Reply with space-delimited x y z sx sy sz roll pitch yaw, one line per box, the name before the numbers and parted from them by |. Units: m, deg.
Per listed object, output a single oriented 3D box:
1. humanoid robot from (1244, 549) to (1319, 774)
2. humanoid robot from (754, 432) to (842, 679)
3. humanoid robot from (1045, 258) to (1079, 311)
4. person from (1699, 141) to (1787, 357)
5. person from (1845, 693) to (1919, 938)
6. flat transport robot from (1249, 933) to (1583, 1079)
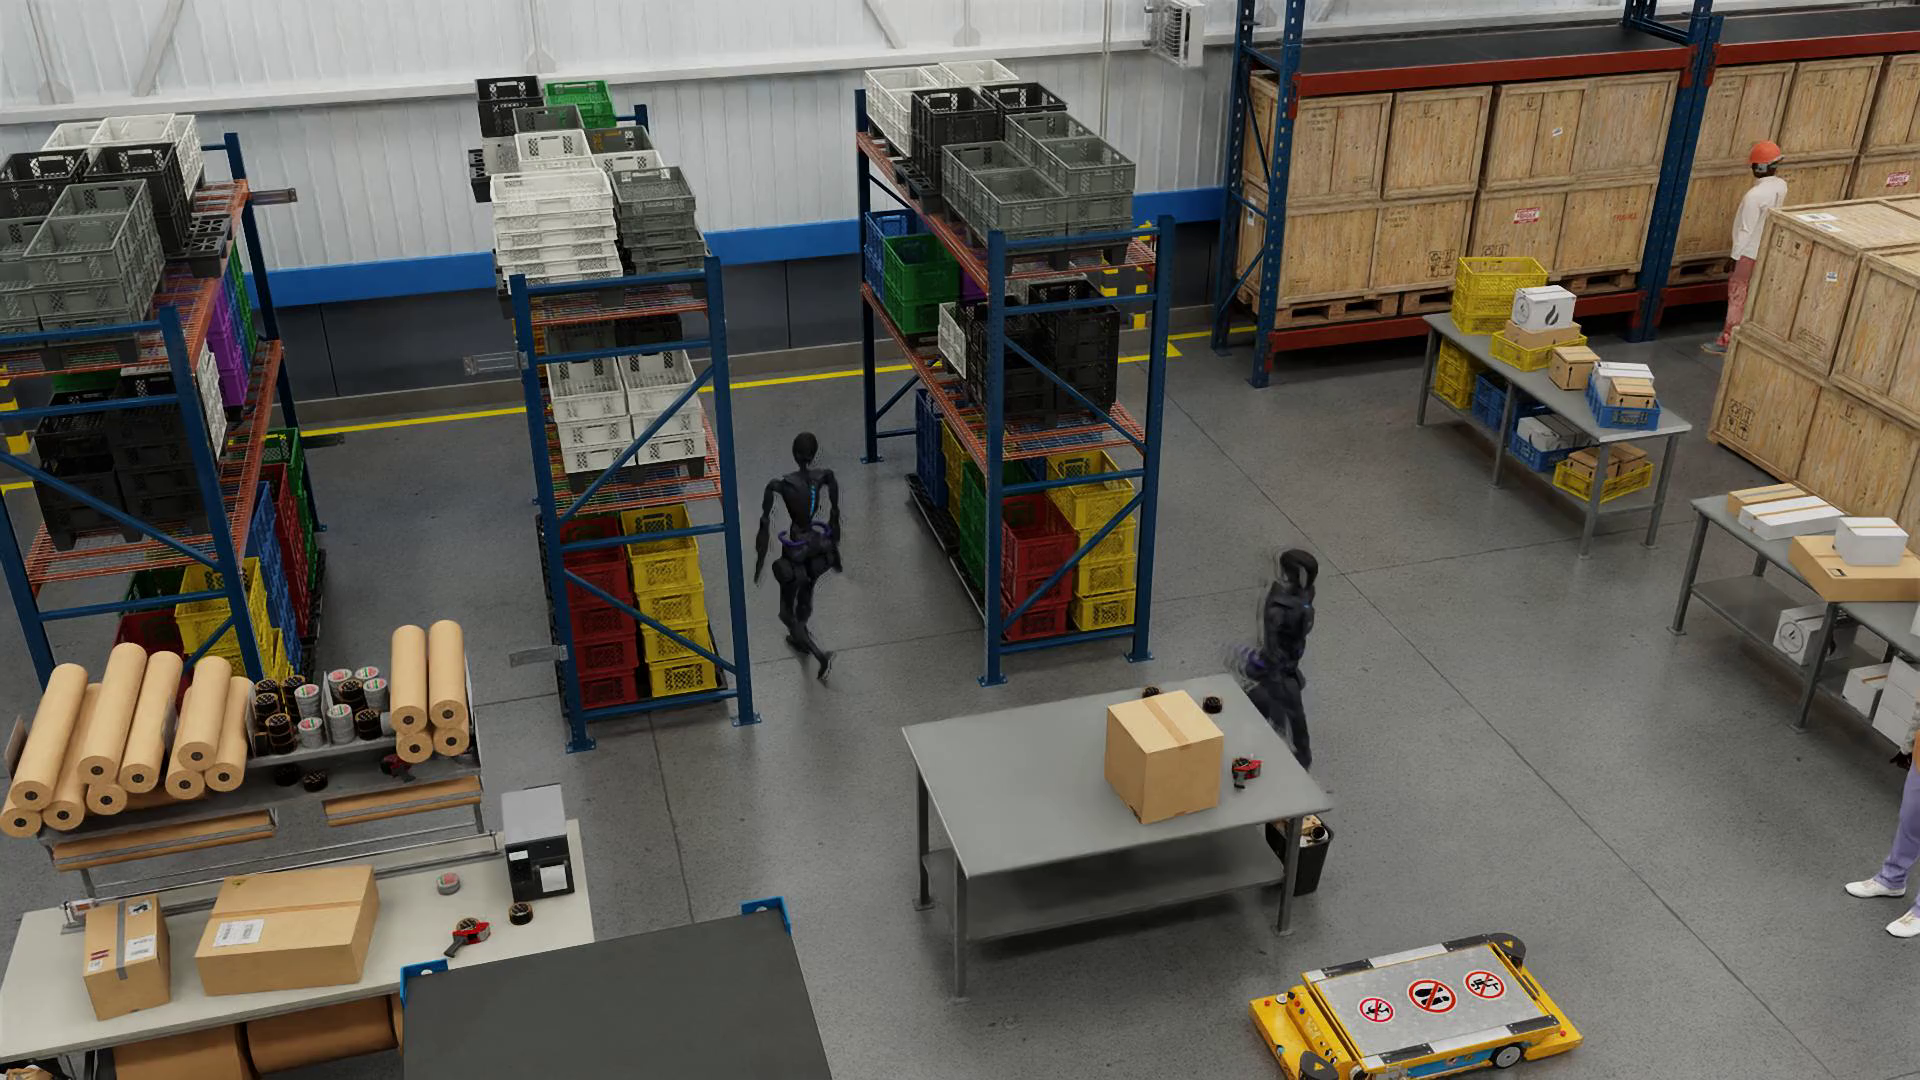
humanoid robot | 1.754 0.771 9.351 0.766 1.637 0.573 25 37 38
humanoid robot | -1.002 0.089 10.550 0.607 1.627 0.607 -22 36 -34
humanoid robot | 0.741 -1.948 14.230 0.611 1.657 0.320 3 29 6
person | 7.202 -2.654 15.210 0.608 1.986 0.388 -23 36 -36
person | 4.938 1.149 8.349 0.382 1.925 0.591 -5 29 -9
flat transport robot | 2.184 2.282 7.980 1.431 0.197 0.652 -8 30 -14
